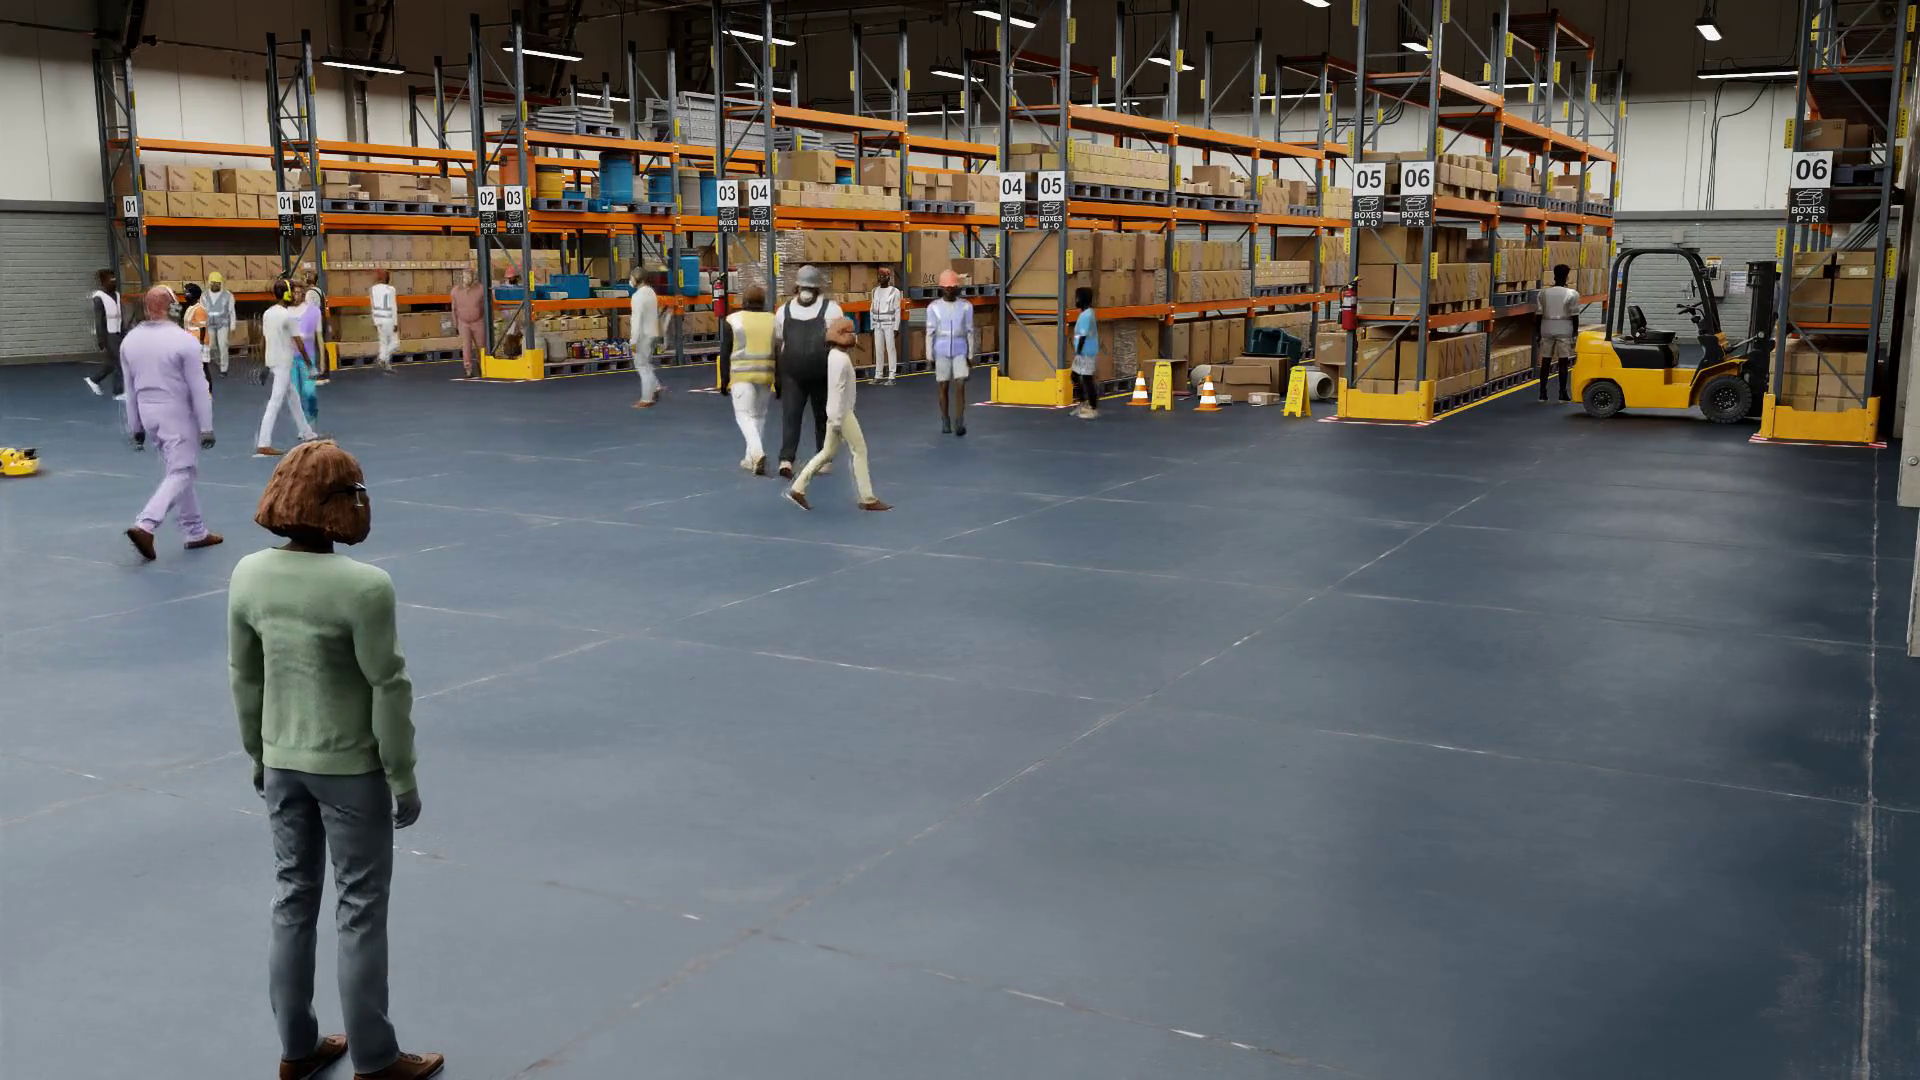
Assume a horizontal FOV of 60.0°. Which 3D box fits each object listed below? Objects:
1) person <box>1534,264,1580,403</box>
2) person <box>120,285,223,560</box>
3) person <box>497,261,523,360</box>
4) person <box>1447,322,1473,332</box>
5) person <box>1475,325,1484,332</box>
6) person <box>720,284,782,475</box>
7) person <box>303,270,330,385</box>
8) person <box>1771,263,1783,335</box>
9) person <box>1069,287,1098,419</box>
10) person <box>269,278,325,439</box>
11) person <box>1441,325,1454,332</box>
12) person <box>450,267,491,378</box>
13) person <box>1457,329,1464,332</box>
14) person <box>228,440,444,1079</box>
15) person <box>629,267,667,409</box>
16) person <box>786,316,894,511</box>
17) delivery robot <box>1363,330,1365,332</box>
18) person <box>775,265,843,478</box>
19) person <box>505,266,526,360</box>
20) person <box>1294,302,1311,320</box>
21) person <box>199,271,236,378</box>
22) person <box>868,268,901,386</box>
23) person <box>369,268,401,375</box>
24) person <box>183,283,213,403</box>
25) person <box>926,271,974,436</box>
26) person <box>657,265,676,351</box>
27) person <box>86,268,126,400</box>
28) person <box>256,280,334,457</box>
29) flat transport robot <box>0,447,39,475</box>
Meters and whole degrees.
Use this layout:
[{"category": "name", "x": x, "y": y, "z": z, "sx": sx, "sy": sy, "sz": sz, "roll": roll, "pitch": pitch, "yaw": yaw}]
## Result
[{"category": "person", "x": 8.461, "y": -2.923, "z": 23.569, "sx": 0.615, "sy": 1.964, "sz": 0.361, "roll": 7, "pitch": 12, "yaw": 35}, {"category": "person", "x": -5.484, "y": -0.820, "z": 11.500, "sx": 0.646, "sy": 1.877, "sz": 0.879, "roll": 4, "pitch": 10, "yaw": 21}, {"category": "person", "x": -8.408, "y": -4.249, "z": 31.265, "sx": 0.684, "sy": 1.988, "sz": 0.688, "roll": 0, "pitch": 10, "yaw": -3}, {"category": "person", "x": 11.132, "y": -5.147, "z": 37.083, "sx": 0.764, "sy": 1.810, "sz": 0.654, "roll": 0, "pitch": 10, "yaw": 2}, {"category": "person", "x": 11.925, "y": -5.252, "z": 37.808, "sx": 0.987, "sy": 1.765, "sz": 0.657, "roll": 0, "pitch": 10, "yaw": -2}, {"category": "person", "x": -1.963, "y": -1.531, "z": 15.911, "sx": 0.631, "sy": 1.818, "sz": 0.831, "roll": -5, "pitch": 11, "yaw": -28}, {"category": "person", "x": -10.375, "y": -3.408, "z": 26.764, "sx": 0.348, "sy": 1.847, "sz": 0.505, "roll": 0, "pitch": 10, "yaw": 3}, {"category": "person", "x": 16.832, "y": -4.766, "z": 34.480, "sx": 0.594, "sy": 1.922, "sz": 0.385, "roll": -8, "pitch": 13, "yaw": -40}, {"category": "person", "x": 1.539, "y": -2.372, "z": 21.150, "sx": 0.531, "sy": 1.677, "sz": 0.559, "roll": 2, "pitch": 10, "yaw": 11}, {"category": "person", "x": -7.528, "y": -2.056, "z": 18.900, "sx": 0.567, "sy": 1.821, "sz": 0.441, "roll": -3, "pitch": 10, "yaw": -18}, {"category": "person", "x": 10.686, "y": -5.068, "z": 36.504, "sx": 0.525, "sy": 1.849, "sz": 0.384, "roll": -8, "pitch": 13, "yaw": -40}, {"category": "person", "x": -8.360, "y": -3.712, "z": 28.422, "sx": 0.663, "sy": 1.885, "sz": 0.596, "roll": -2, "pitch": 10, "yaw": -13}, {"category": "person", "x": 11.614, "y": -5.497, "z": 38.737, "sx": 0.373, "sy": 1.935, "sz": 0.627, "roll": -3, "pitch": 10, "yaw": -18}, {"category": "person", "x": -1.550, "y": 0.568, "z": 4.104, "sx": 0.509, "sy": 1.632, "sz": 0.265, "roll": 4, "pitch": 10, "yaw": 22}, {"category": "person", "x": -4.319, "y": -2.733, "z": 22.572, "sx": 0.436, "sy": 1.924, "sz": 0.662, "roll": 2, "pitch": 10, "yaw": 9}, {"category": "person", "x": -1.002, "y": -1.016, "z": 13.482, "sx": 0.838, "sy": 1.599, "sz": 0.500, "roll": -2, "pitch": 10, "yaw": -12}, {"category": "delivery robot", "x": 8.898, "y": -4.685, "z": 37.741, "sx": 0.707, "sy": 0.478, "sz": 0.477, "roll": 1, "pitch": 10, "yaw": 3}, {"category": "person", "x": -1.432, "y": -1.602, "z": 15.619, "sx": 0.685, "sy": 2.000, "sz": 0.963, "roll": 1, "pitch": 10, "yaw": 5}, {"category": "person", "x": -8.050, "y": -4.063, "z": 30.481, "sx": 0.549, "sy": 1.899, "sz": 0.957, "roll": 4, "pitch": 10, "yaw": 22}, {"category": "person", "x": 8.202, "y": -5.735, "z": 40.035, "sx": 0.620, "sy": 1.968, "sz": 0.747, "roll": -5, "pitch": 11, "yaw": -29}, {"category": "person", "x": -12.711, "y": -3.688, "z": 28.483, "sx": 0.611, "sy": 1.812, "sz": 0.441, "roll": -1, "pitch": 10, "yaw": -8}, {"category": "person", "x": -1.215, "y": -3.409, "z": 26.665, "sx": 0.572, "sy": 1.883, "sz": 0.356, "roll": 7, "pitch": 12, "yaw": 34}, {"category": "person", "x": -10.017, "y": -3.801, "z": 28.985, "sx": 0.598, "sy": 1.870, "sz": 0.442, "roll": 4, "pitch": 11, "yaw": 24}, {"category": "person", "x": -10.742, "y": -2.763, "z": 23.419, "sx": 0.321, "sy": 1.697, "sz": 0.530, "roll": -8, "pitch": 13, "yaw": -39}, {"category": "person", "x": -0.110, "y": -2.143, "z": 19.213, "sx": 0.568, "sy": 1.890, "sz": 0.946, "roll": -1, "pitch": 10, "yaw": -3}, {"category": "person", "x": -6.064, "y": -4.771, "z": 34.634, "sx": 0.591, "sy": 1.893, "sz": 0.892, "roll": 4, "pitch": 11, "yaw": 24}, {"category": "person", "x": -12.304, "y": -2.962, "z": 23.995, "sx": 0.650, "sy": 1.900, "sz": 0.604, "roll": -1, "pitch": 10, "yaw": -4}, {"category": "person", "x": -6.992, "y": -1.799, "z": 17.406, "sx": 0.509, "sy": 1.816, "sz": 0.986, "roll": 9, "pitch": 13, "yaw": 41}, {"category": "flat transport robot", "x": -9.511, "y": -0.720, "z": 15.627, "sx": 1.431, "sy": 0.197, "sz": 0.652, "roll": -4, "pitch": 11, "yaw": -23}]
